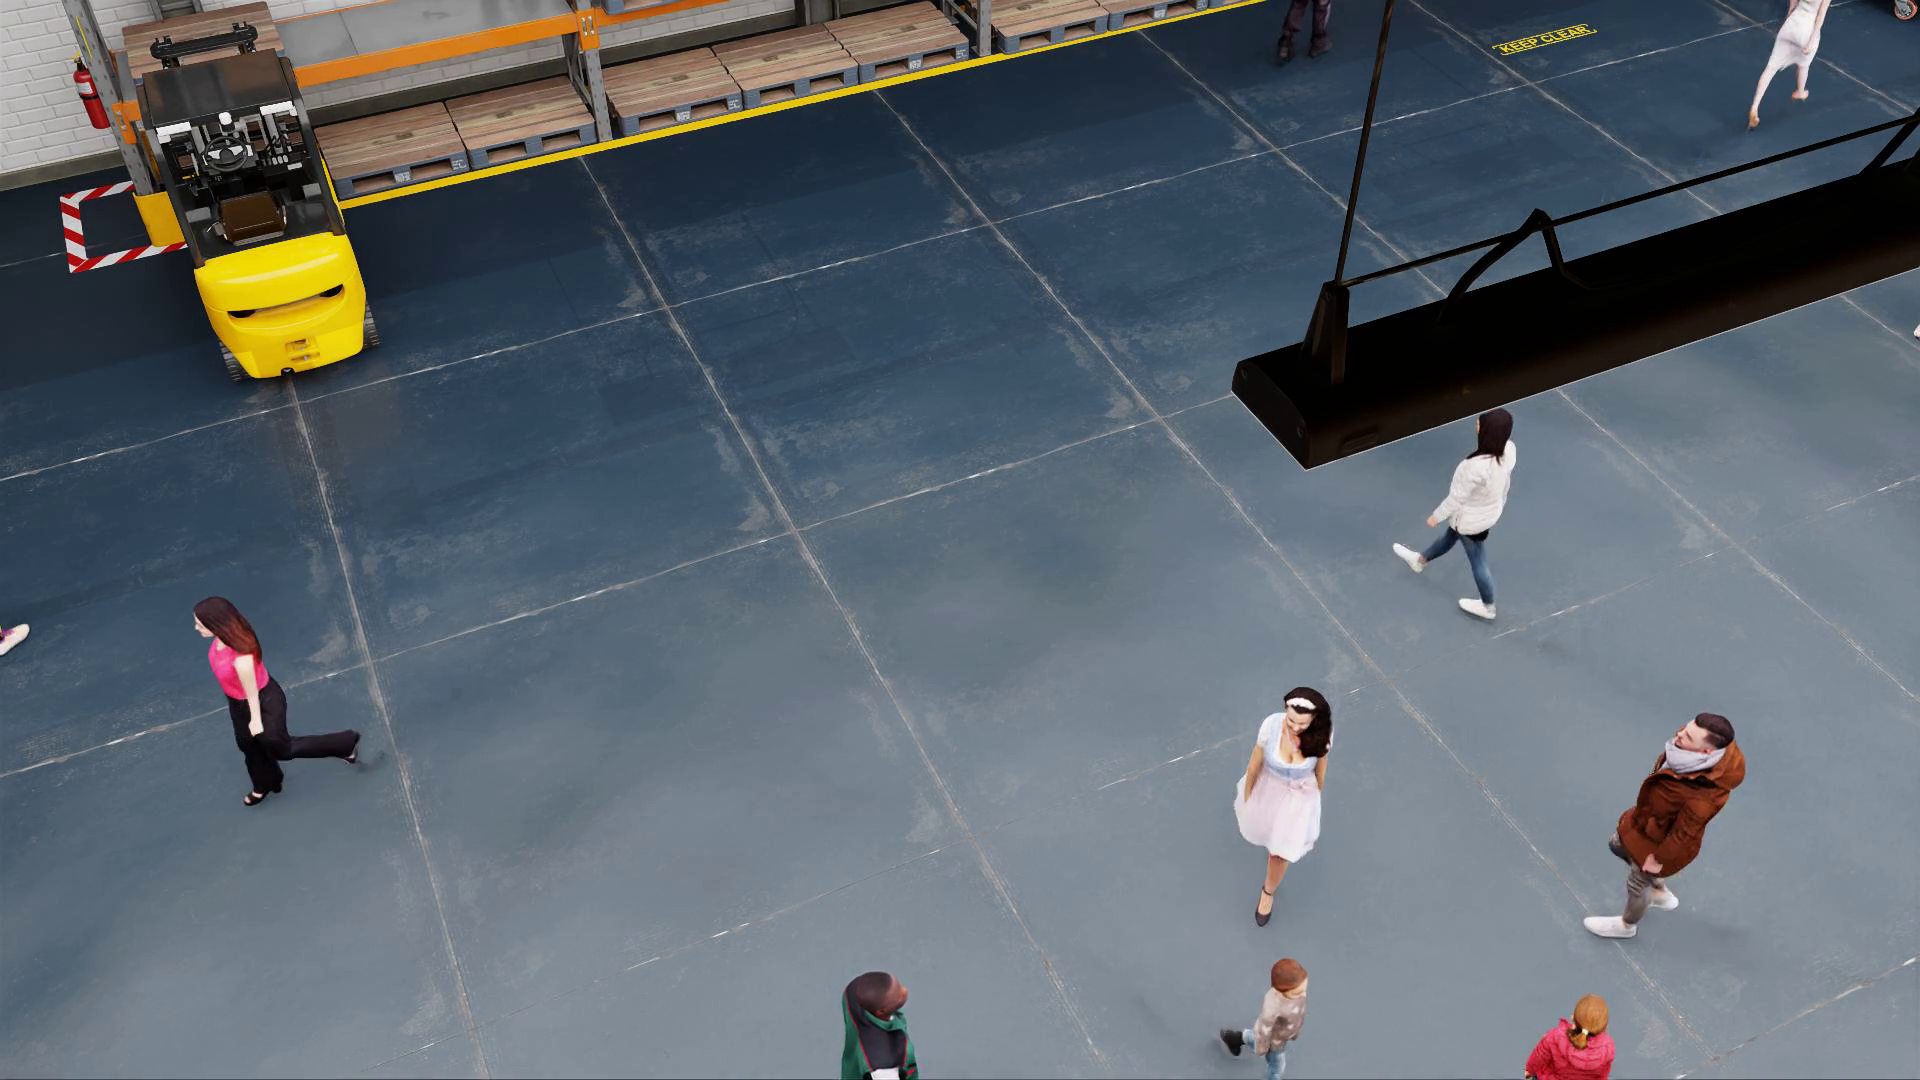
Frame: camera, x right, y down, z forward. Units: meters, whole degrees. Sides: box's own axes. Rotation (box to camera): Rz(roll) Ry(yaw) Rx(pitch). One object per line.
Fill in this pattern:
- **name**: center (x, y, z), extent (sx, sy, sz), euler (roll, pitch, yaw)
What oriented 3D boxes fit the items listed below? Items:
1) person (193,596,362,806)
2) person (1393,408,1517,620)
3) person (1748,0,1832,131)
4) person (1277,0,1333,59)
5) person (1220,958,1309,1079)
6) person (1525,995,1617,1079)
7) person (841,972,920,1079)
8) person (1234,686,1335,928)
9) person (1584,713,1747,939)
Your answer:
- **person**: center (-4.010, 0.920, 9.680), extent (1.023, 1.638, 0.742), euler (-29, 51, -27)
- **person**: center (3.421, -0.126, 10.811), extent (0.982, 1.591, 1.098), euler (30, 51, 27)
- **person**: center (7.688, -4.626, 15.423), extent (1.140, 1.746, 0.702), euler (-25, 49, -24)
- **person**: center (3.433, -5.585, 16.365), extent (0.908, 1.834, 1.068), euler (33, 53, 30)
- **person**: center (1.574, 2.437, 8.416), extent (0.723, 1.183, 0.766), euler (32, 52, 29)
- **person**: center (2.921, 2.686, 8.064), extent (0.659, 1.309, 0.716), euler (9, 44, 10)
- **person**: center (-0.368, 2.568, 7.803), extent (0.633, 1.839, 0.705), euler (-13, 45, -13)
- **person**: center (1.781, 1.334, 9.136), extent (1.100, 1.787, 1.118), euler (10, 45, 10)
- **person**: center (3.836, 1.566, 8.867), extent (0.932, 1.823, 0.879), euler (9, 44, 9)
